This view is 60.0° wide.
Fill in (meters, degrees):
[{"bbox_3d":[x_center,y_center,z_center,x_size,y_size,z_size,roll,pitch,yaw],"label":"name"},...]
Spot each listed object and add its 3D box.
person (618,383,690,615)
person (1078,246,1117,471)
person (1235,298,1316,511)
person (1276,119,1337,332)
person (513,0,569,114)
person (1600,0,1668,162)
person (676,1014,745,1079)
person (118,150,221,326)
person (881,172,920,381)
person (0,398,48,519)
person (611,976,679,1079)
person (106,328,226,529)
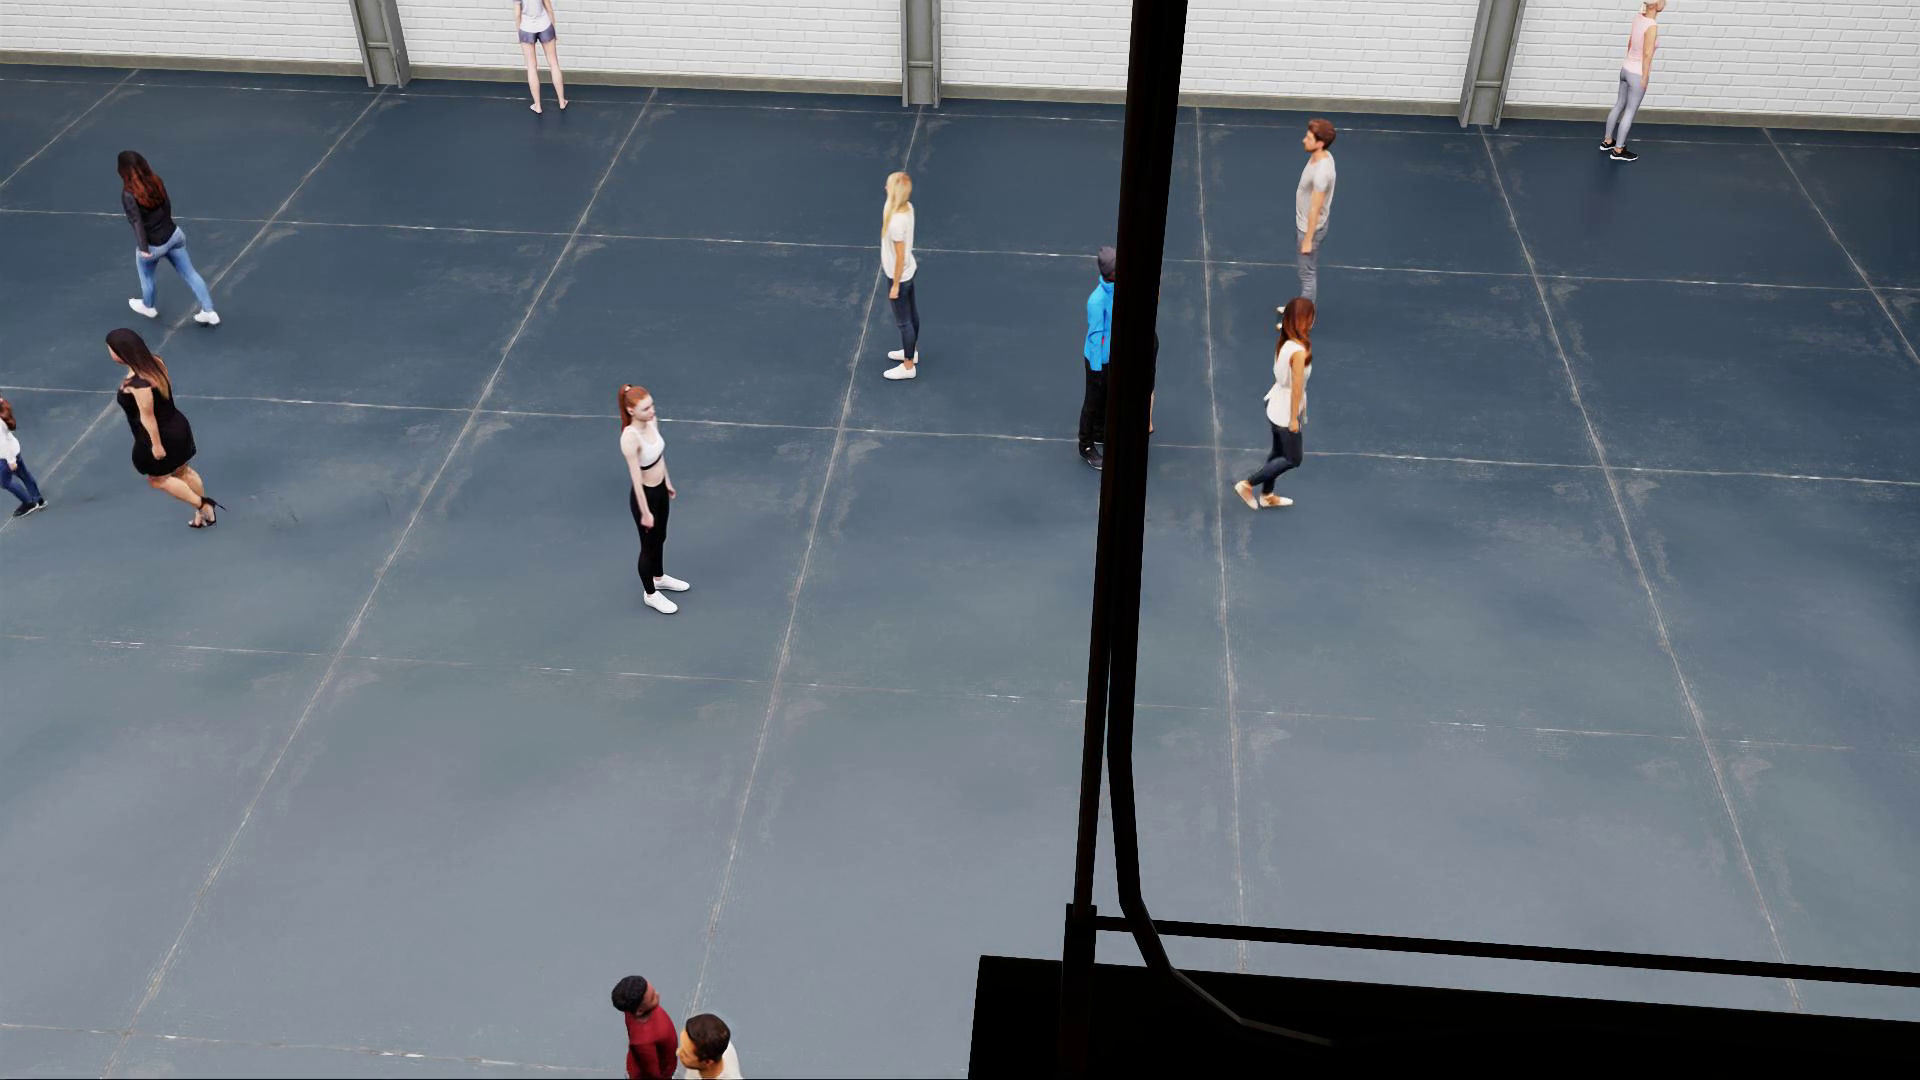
[{"bbox_3d":[-2.093,-0.291,11.189,0.573,1.740,0.620,9,40,12],"label":"person"},{"bbox_3d":[1.076,-1.397,12.530,0.694,1.794,0.691,21,43,24],"label":"person"},{"bbox_3d":[2.251,-0.930,11.964,0.728,1.772,0.650,-1,39,-1],"label":"person"},{"bbox_3d":[2.968,-2.656,14.026,0.550,1.894,0.647,4,39,5],"label":"person"},{"bbox_3d":[-4.477,-5.388,17.549,0.635,1.768,0.730,-13,41,-16],"label":"person"},{"bbox_3d":[6.782,-4.693,16.712,0.587,1.726,0.595,-5,39,-6],"label":"person"},{"bbox_3d":[-1.034,2.685,7.406,0.727,1.811,0.736,-17,42,-20],"label":"person"},{"bbox_3d":[-6.703,-2.512,14.083,1.149,1.598,0.869,14,41,16],"label":"person"},{"bbox_3d":[-0.462,-2.139,13.449,0.510,1.809,0.594,5,39,6],"label":"person"},{"bbox_3d":[-6.929,-0.676,12.178,0.592,1.108,0.545,-17,42,-20],"label":"person"},{"bbox_3d":[-1.538,2.553,8.025,0.814,1.244,0.650,-10,40,-13],"label":"person"},{"bbox_3d":[-5.554,-0.745,11.785,0.775,1.706,0.757,-6,39,-7],"label":"person"}]
